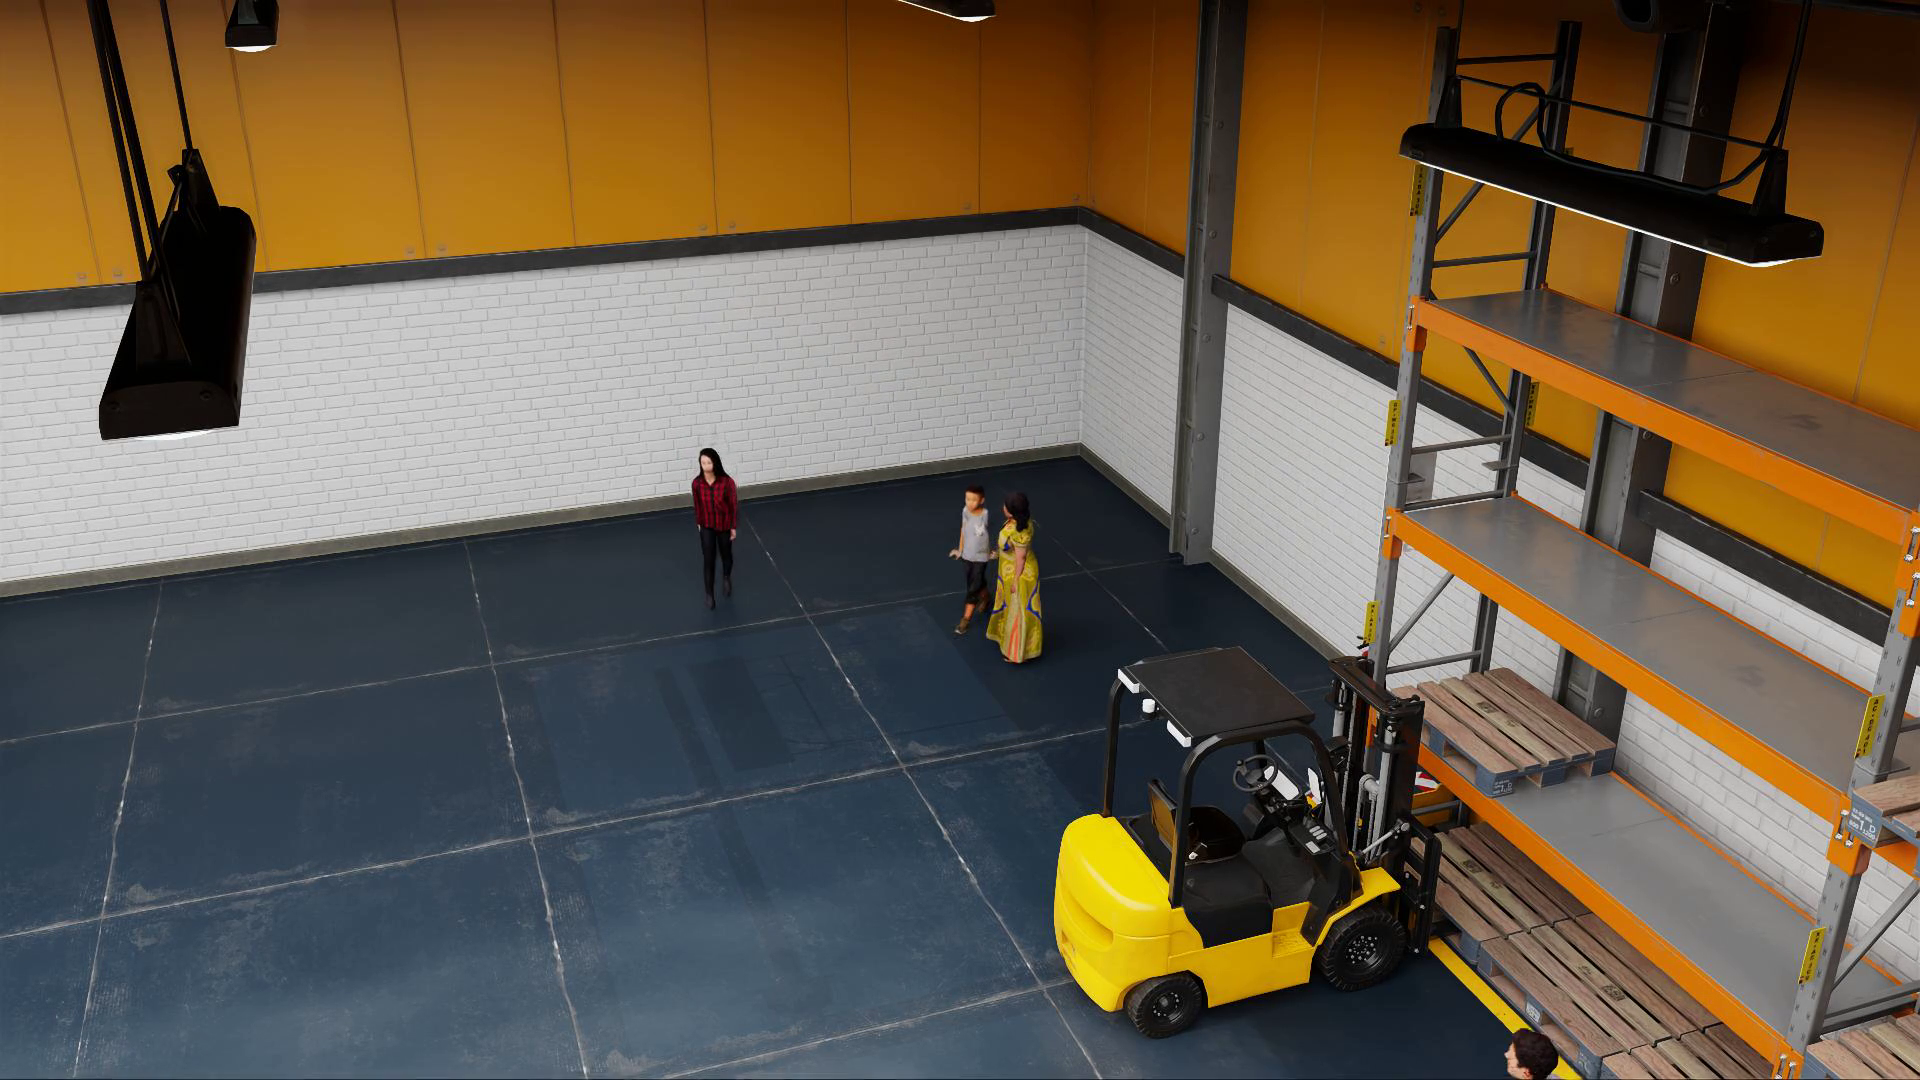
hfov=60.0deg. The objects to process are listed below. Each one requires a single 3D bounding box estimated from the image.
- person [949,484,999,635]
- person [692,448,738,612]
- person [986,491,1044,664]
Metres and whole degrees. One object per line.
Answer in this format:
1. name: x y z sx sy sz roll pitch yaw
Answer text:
1. person: 0.175 0.079 16.035 1.012 1.418 1.053 12 26 25
2. person: -2.367 -0.164 16.339 0.814 1.620 1.110 -1 24 -3
3. person: 0.533 0.315 15.196 1.019 1.658 0.865 0 24 0
